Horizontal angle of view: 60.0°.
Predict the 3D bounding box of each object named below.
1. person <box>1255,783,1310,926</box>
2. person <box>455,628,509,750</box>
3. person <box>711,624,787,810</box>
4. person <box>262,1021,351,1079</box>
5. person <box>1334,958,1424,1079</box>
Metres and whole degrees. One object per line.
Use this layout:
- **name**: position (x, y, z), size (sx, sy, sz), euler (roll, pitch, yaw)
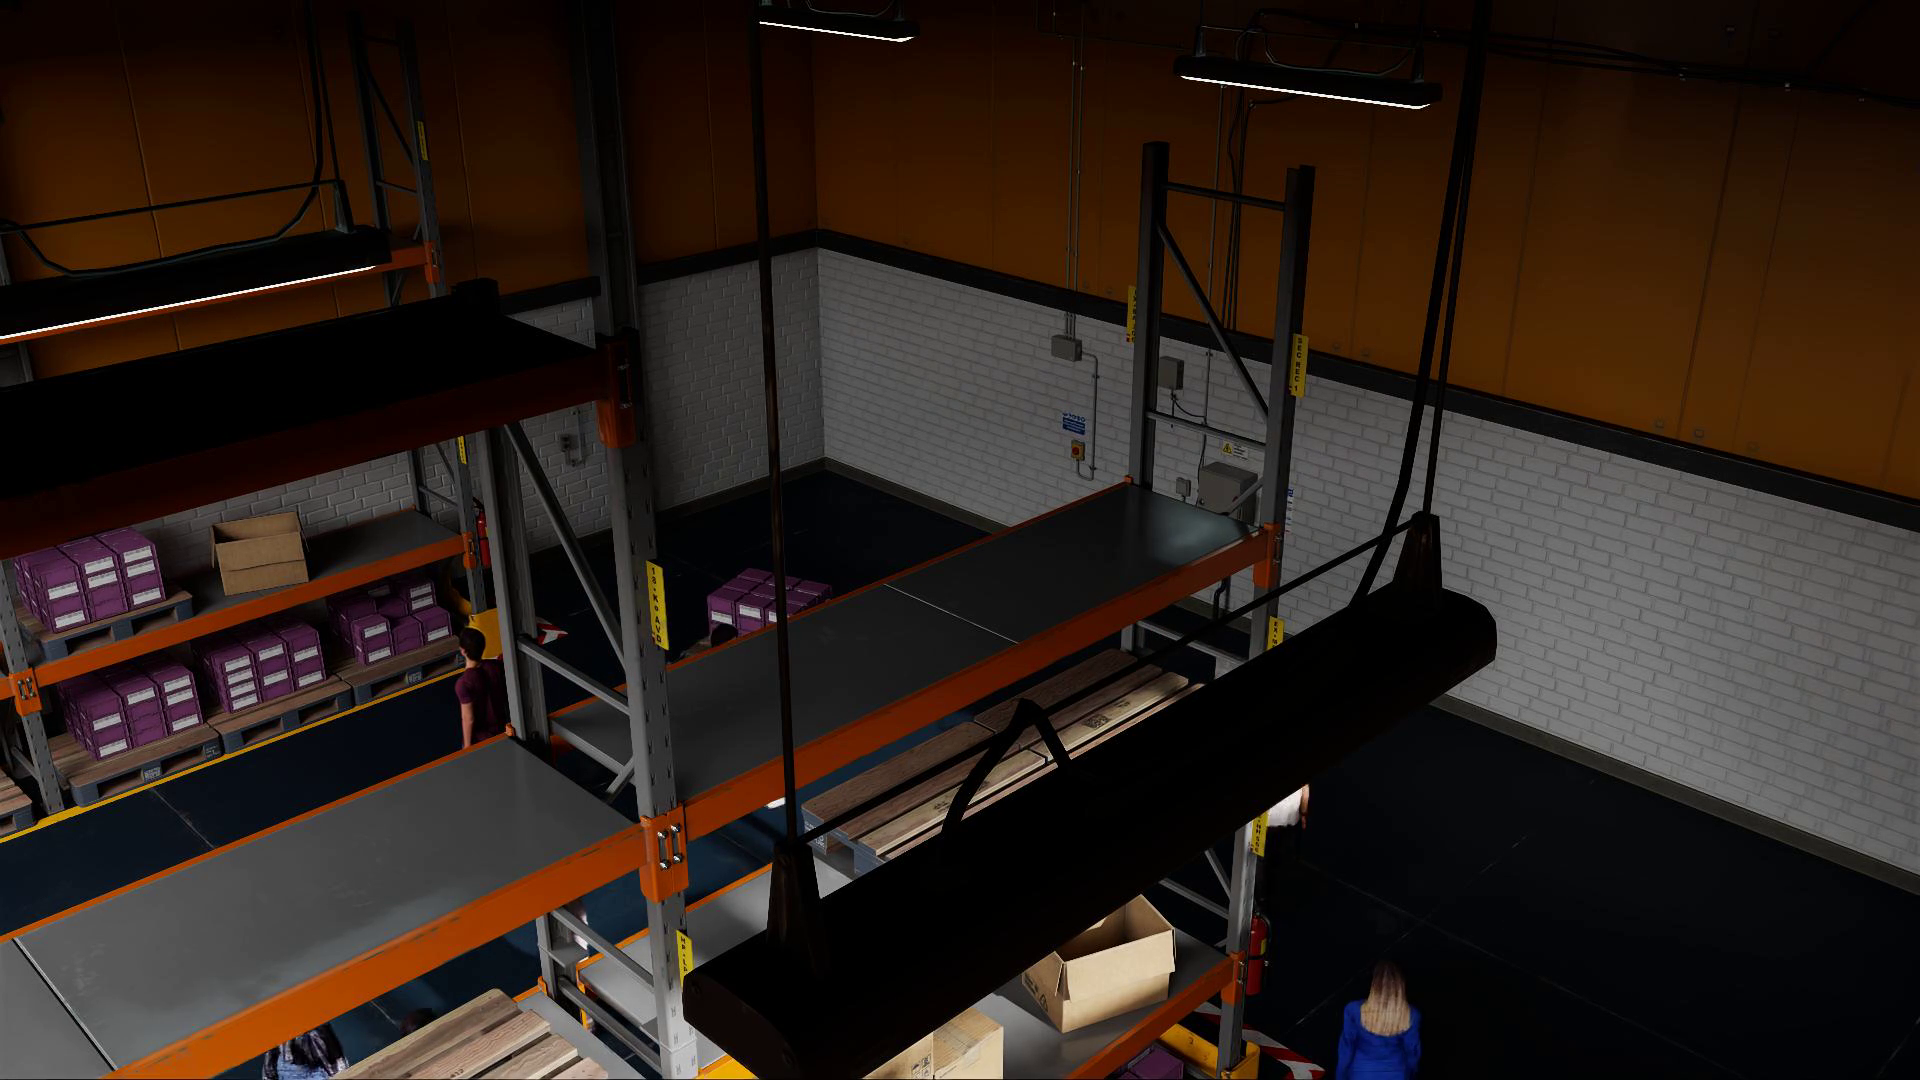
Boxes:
- **person**: position (2.314, 1.984, 12.267), size (0.843, 1.714, 0.893), euler (-4, 24, -9)
- **person**: position (-3.736, 1.536, 13.119), size (0.776, 1.854, 0.599), euler (12, 26, 25)
- **person**: position (-1.974, 1.451, 13.565), size (0.790, 1.652, 1.088), euler (14, 27, 30)
- **person**: position (-3.808, 3.173, 9.502), size (0.782, 1.750, 1.154), euler (16, 28, 32)
- **person**: position (2.385, 3.184, 9.554), size (0.746, 1.689, 0.781), euler (6, 24, 14)
